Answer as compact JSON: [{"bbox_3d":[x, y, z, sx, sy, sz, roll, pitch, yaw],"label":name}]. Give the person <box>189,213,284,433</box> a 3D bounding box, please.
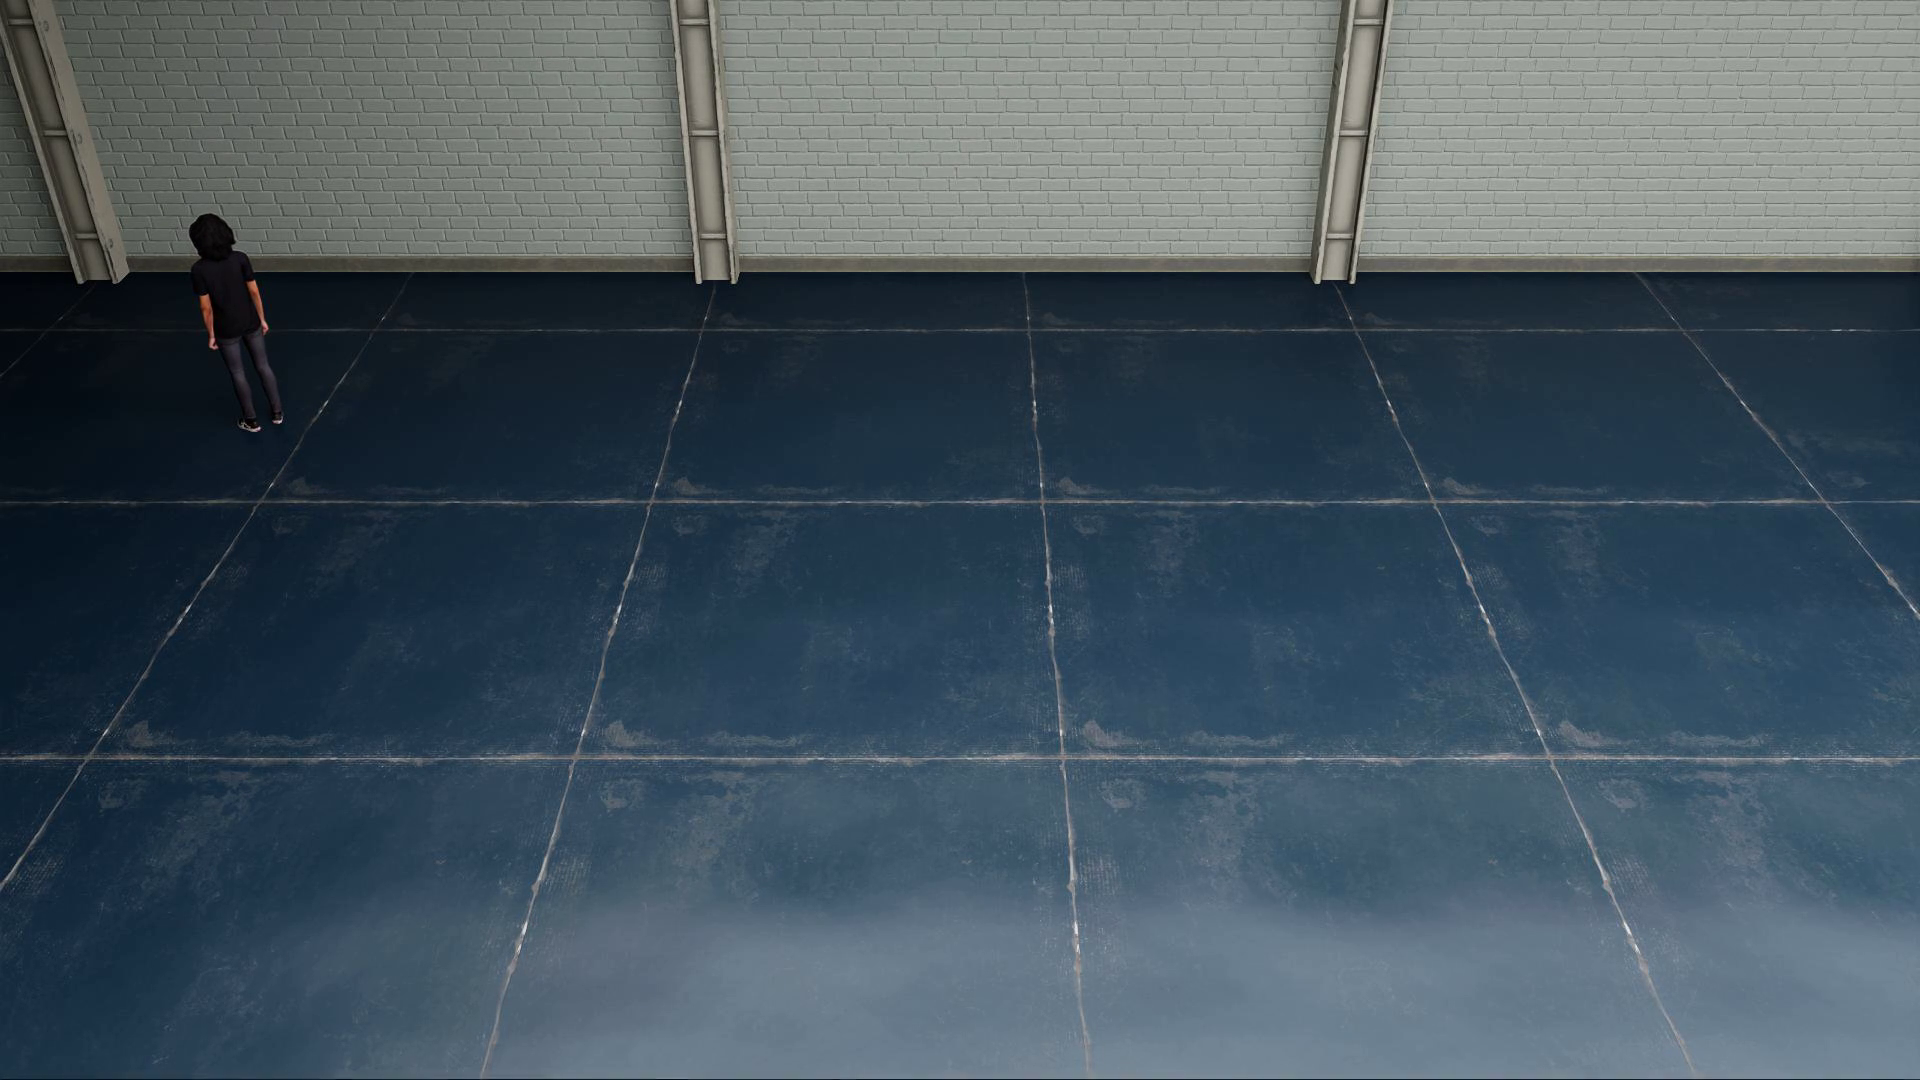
[{"bbox_3d":[-5.777,-1.732,13.267,0.680,1.837,0.767,-24,40,-32],"label":"person"}]
